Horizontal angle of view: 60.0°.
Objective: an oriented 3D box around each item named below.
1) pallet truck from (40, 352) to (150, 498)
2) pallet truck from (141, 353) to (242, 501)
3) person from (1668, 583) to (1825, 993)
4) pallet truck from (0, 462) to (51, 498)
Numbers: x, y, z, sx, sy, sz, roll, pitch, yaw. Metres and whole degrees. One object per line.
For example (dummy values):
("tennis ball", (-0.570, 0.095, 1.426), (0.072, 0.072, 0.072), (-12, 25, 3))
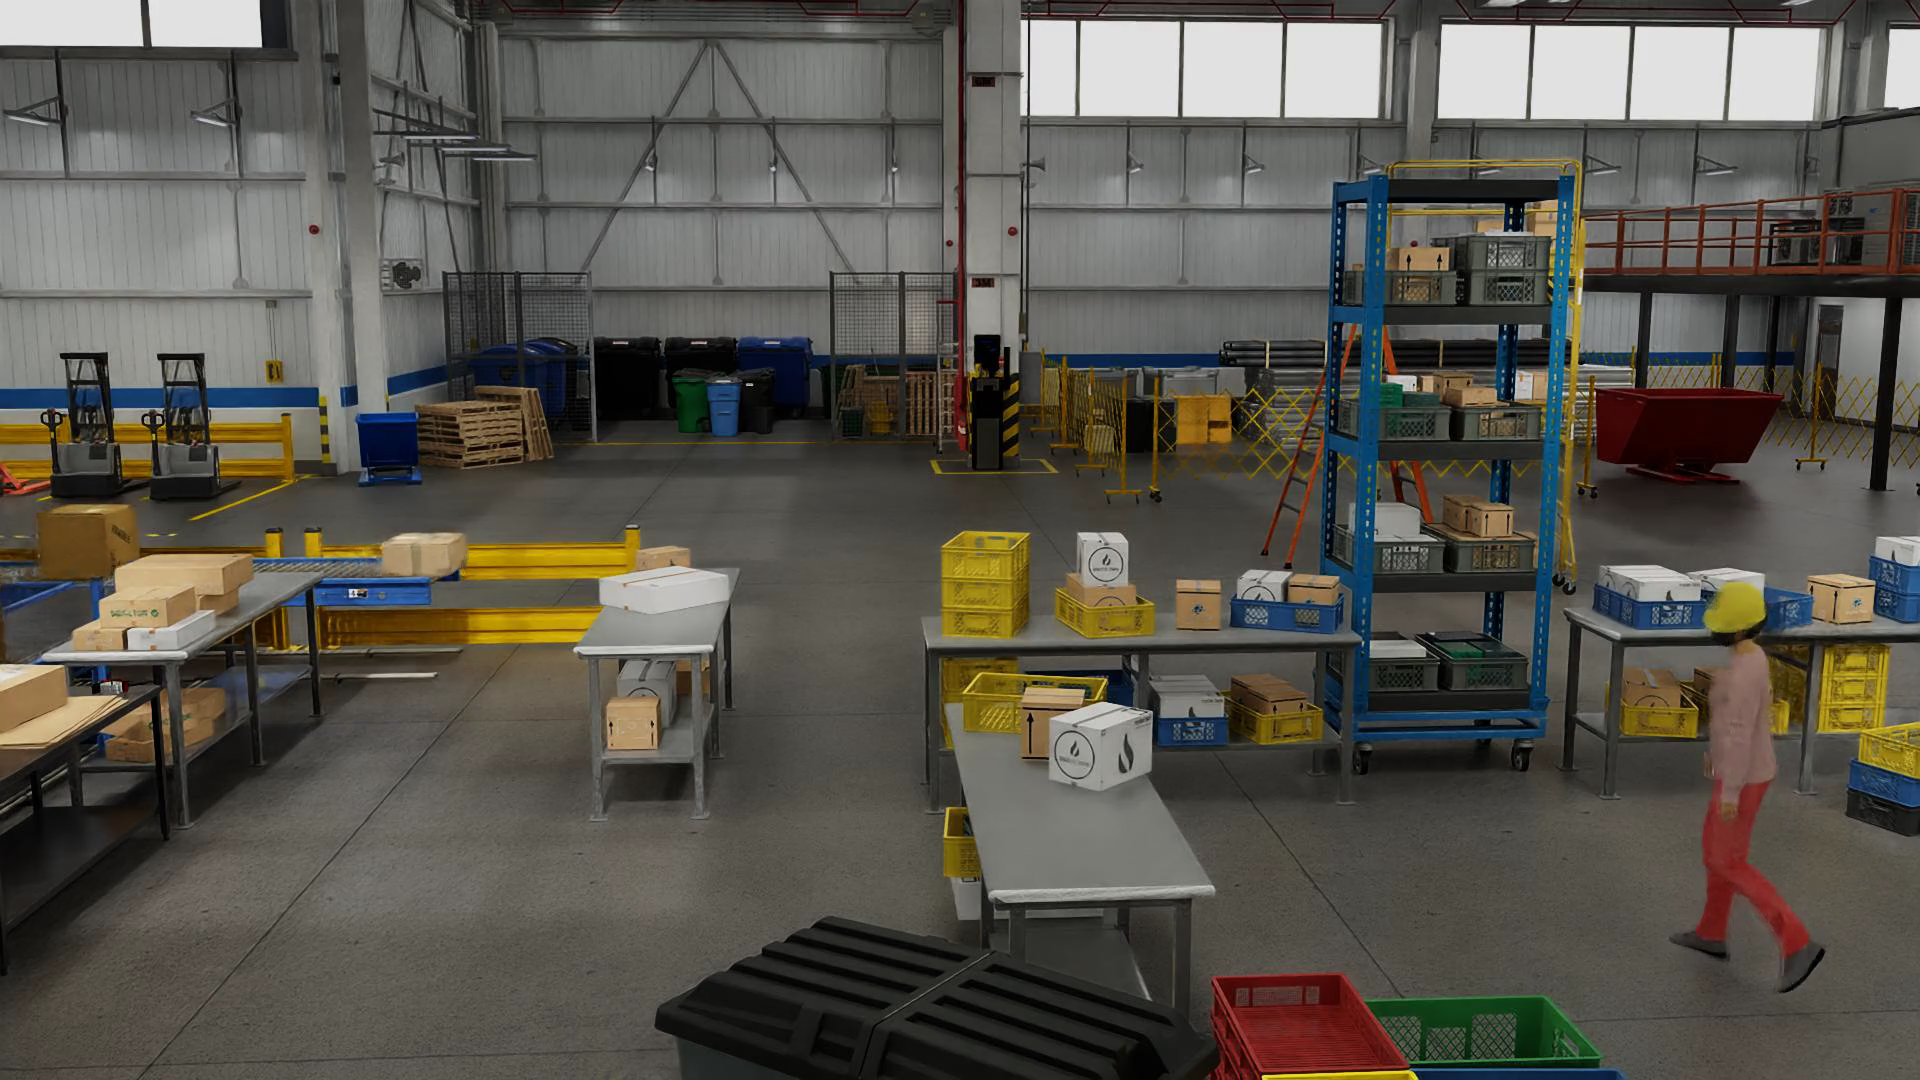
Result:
("pallet truck", (-11.907, -1.642, 23.165), (0.823, 1.965, 1.885), (0, 9, 0))
("pallet truck", (-10.520, -1.604, 22.925), (0.823, 1.965, 1.885), (-1, 9, -6))
("person", (3.445, 1.031, 7.201), (0.617, 1.738, 0.672), (6, 11, 31))
("pallet truck", (-13.193, -1.293, 23.148), (0.653, 1.274, 1.630), (-1, 9, -4))
